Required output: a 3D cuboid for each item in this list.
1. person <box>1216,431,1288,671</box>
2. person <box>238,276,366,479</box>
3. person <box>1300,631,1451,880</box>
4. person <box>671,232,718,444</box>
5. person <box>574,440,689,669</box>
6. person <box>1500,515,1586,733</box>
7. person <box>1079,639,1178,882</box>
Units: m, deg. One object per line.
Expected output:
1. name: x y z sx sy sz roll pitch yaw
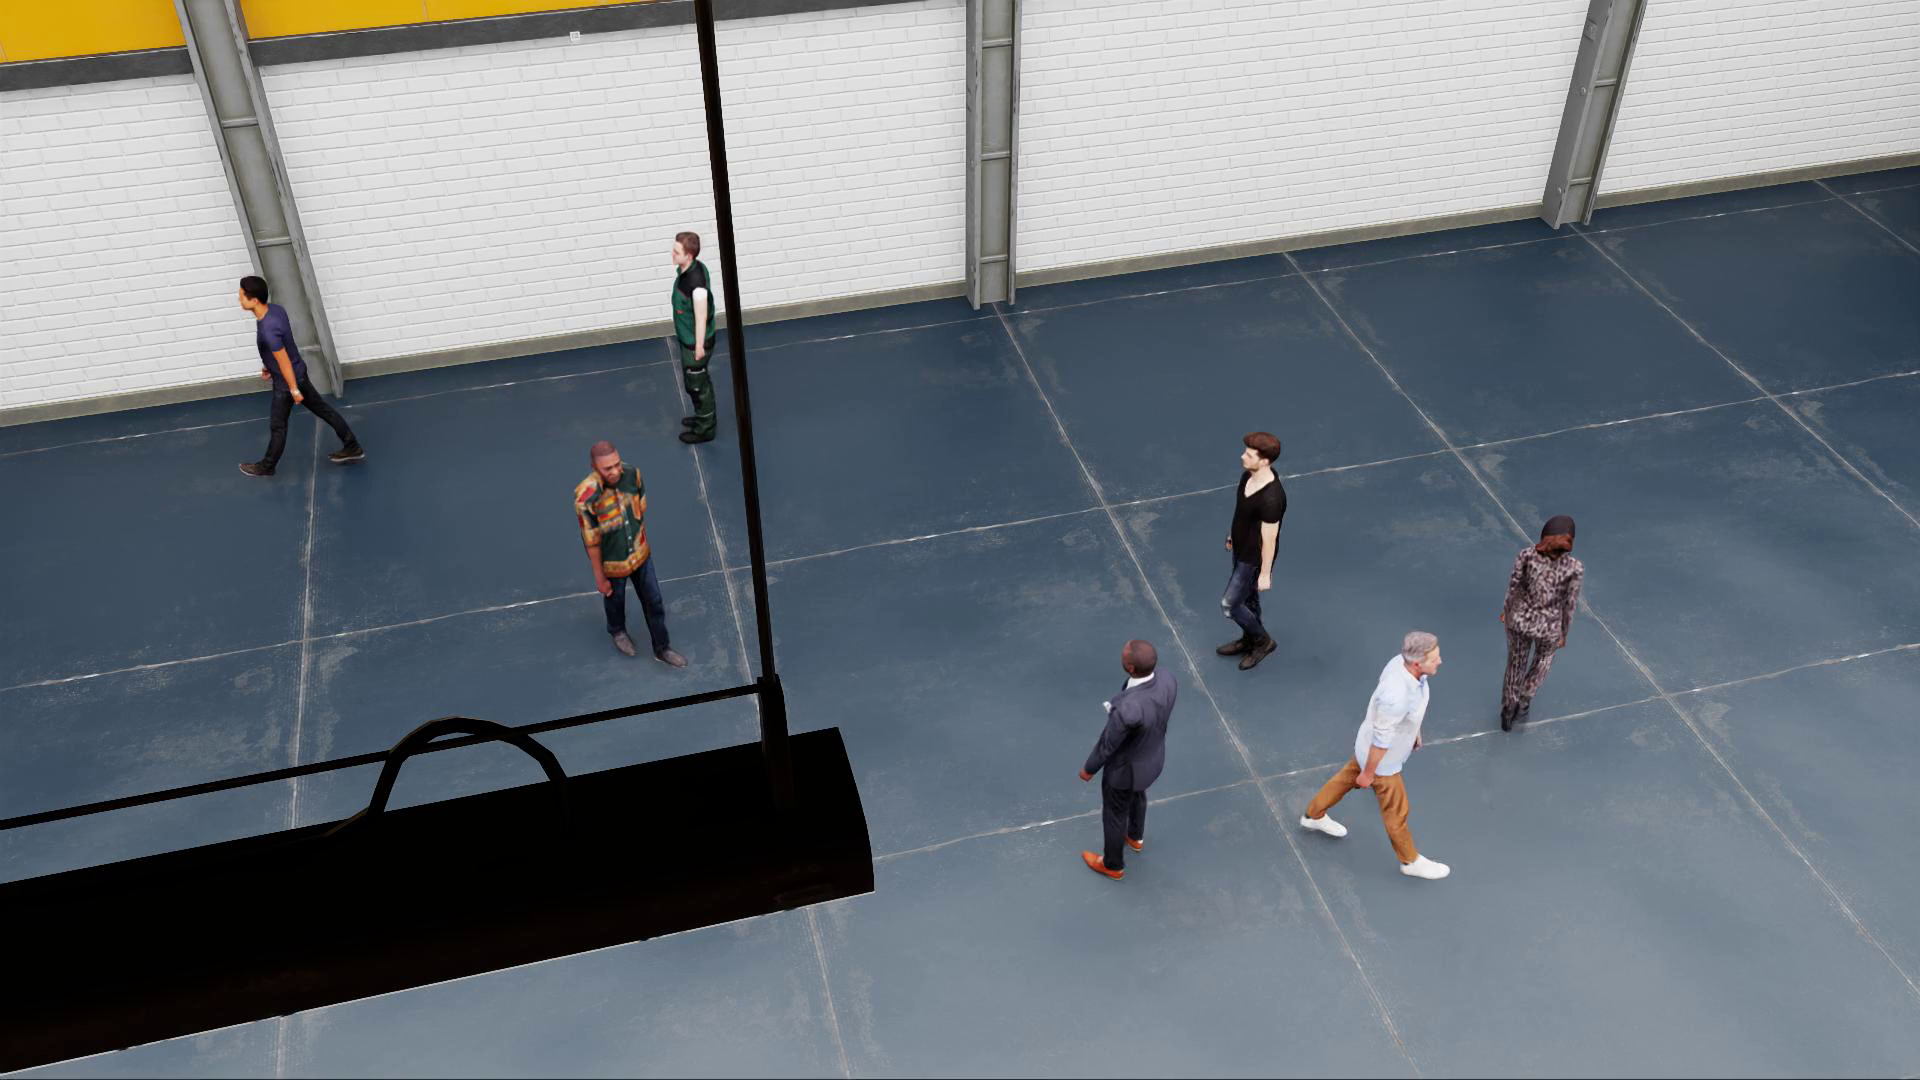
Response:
1. person: 2.036 0.083 11.075 0.728 1.884 0.743 -3 39 -4
2. person: -5.097 -1.256 12.872 1.128 1.733 0.636 -9 40 -12
3. person: 2.397 1.210 9.749 1.268 1.777 1.118 13 40 16
4. person: -2.104 -1.646 13.274 0.623 1.842 0.628 -9 39 -11
5. person: -2.342 0.045 11.203 1.022 1.784 1.002 -30 47 -32
6. person: 3.646 0.588 10.586 0.726 1.706 0.790 16 41 19
7. person: 0.998 1.306 9.597 0.903 1.817 0.818 30 47 32
